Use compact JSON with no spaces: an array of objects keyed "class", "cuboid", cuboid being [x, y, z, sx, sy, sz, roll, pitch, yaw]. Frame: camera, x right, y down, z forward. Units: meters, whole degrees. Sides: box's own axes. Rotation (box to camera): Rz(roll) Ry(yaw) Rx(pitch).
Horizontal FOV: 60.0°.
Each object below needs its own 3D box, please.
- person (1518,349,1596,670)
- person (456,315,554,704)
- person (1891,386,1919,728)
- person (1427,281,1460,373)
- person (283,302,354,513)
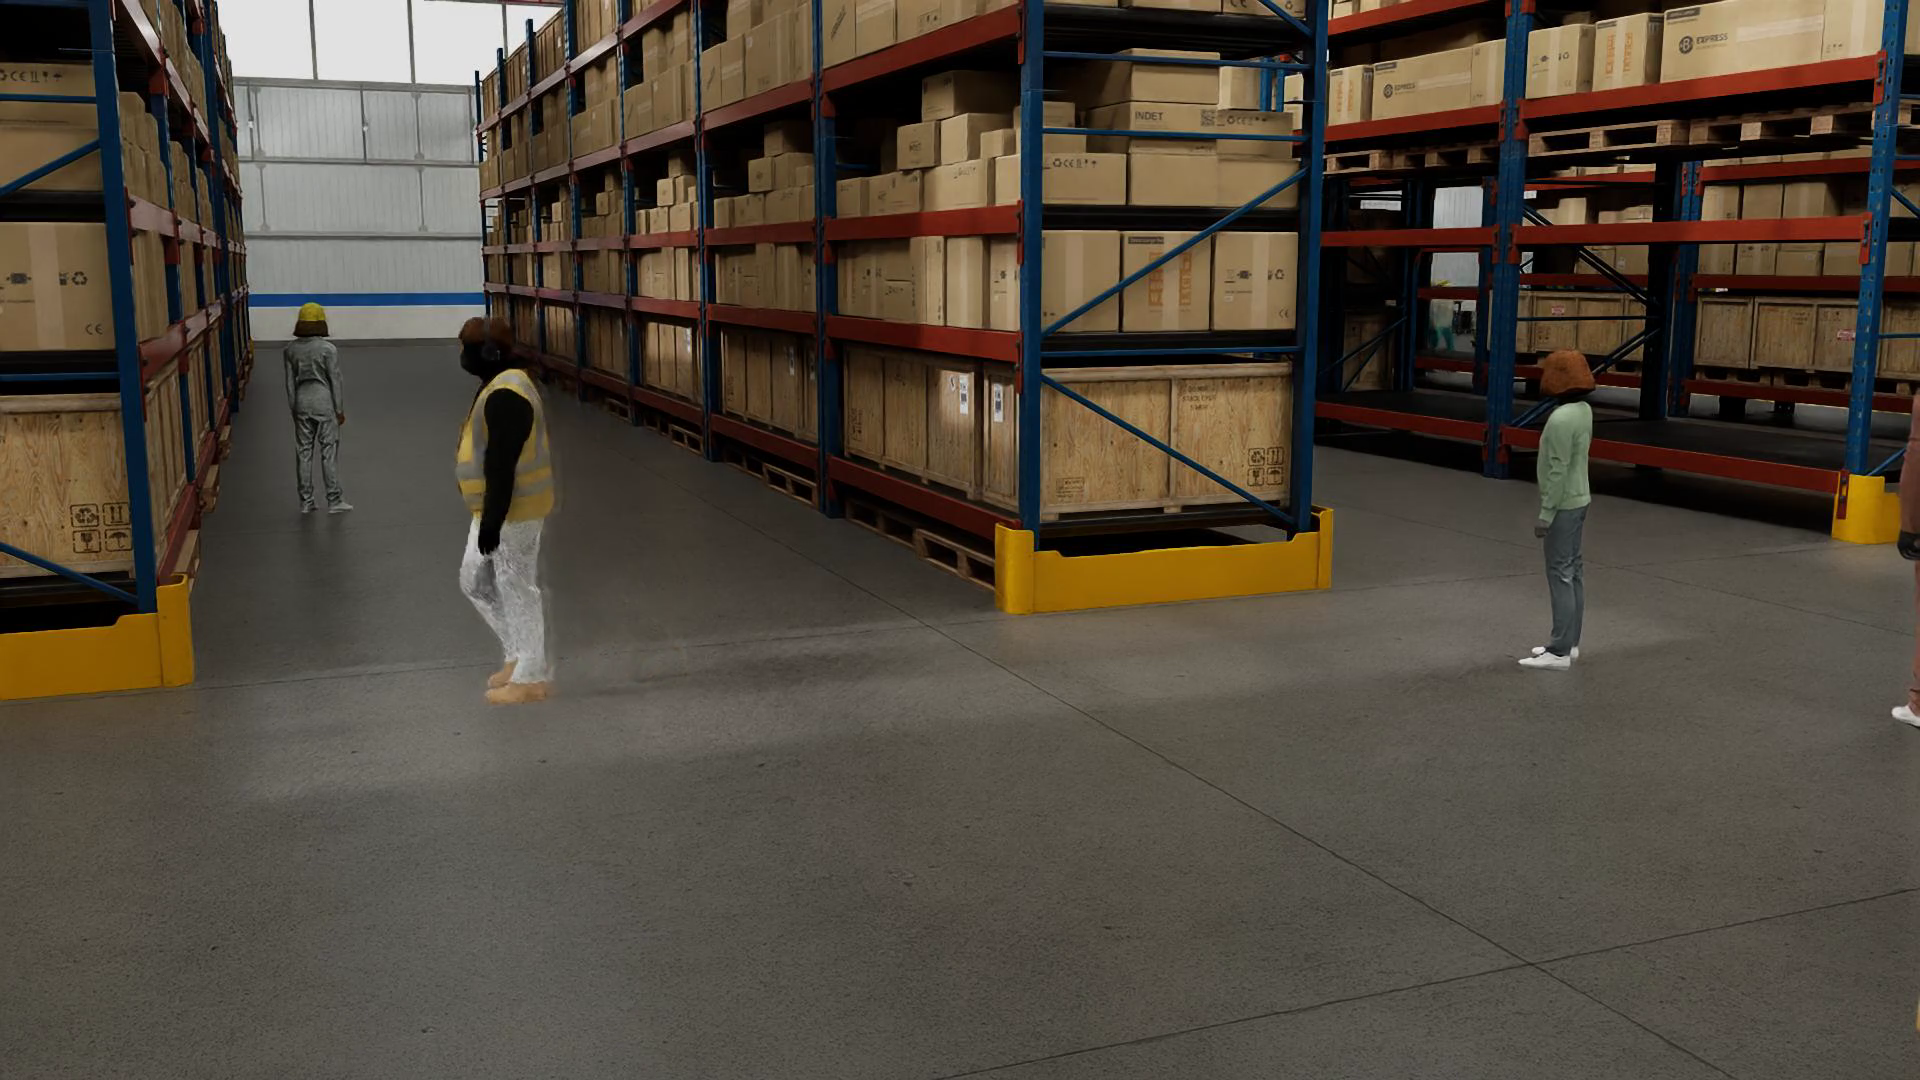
[{"class":"person","cuboid":[3.067,-0.153,8.507,0.282,1.633,0.498,6,11,33]},{"class":"person","cuboid":[-2.133,-0.130,7.793,0.439,1.827,0.642,-4,10,-22]},{"class":"person","cuboid":[4.464,-0.089,7.348,0.650,1.899,0.398,1,10,6]},{"class":"person","cuboid":[9.083,-3.970,31.090,0.546,1.727,0.875,-4,10,-22]},{"class":"person","cuboid":[-5.325,-1.089,13.784,0.488,1.744,0.296,1,10,8]}]
